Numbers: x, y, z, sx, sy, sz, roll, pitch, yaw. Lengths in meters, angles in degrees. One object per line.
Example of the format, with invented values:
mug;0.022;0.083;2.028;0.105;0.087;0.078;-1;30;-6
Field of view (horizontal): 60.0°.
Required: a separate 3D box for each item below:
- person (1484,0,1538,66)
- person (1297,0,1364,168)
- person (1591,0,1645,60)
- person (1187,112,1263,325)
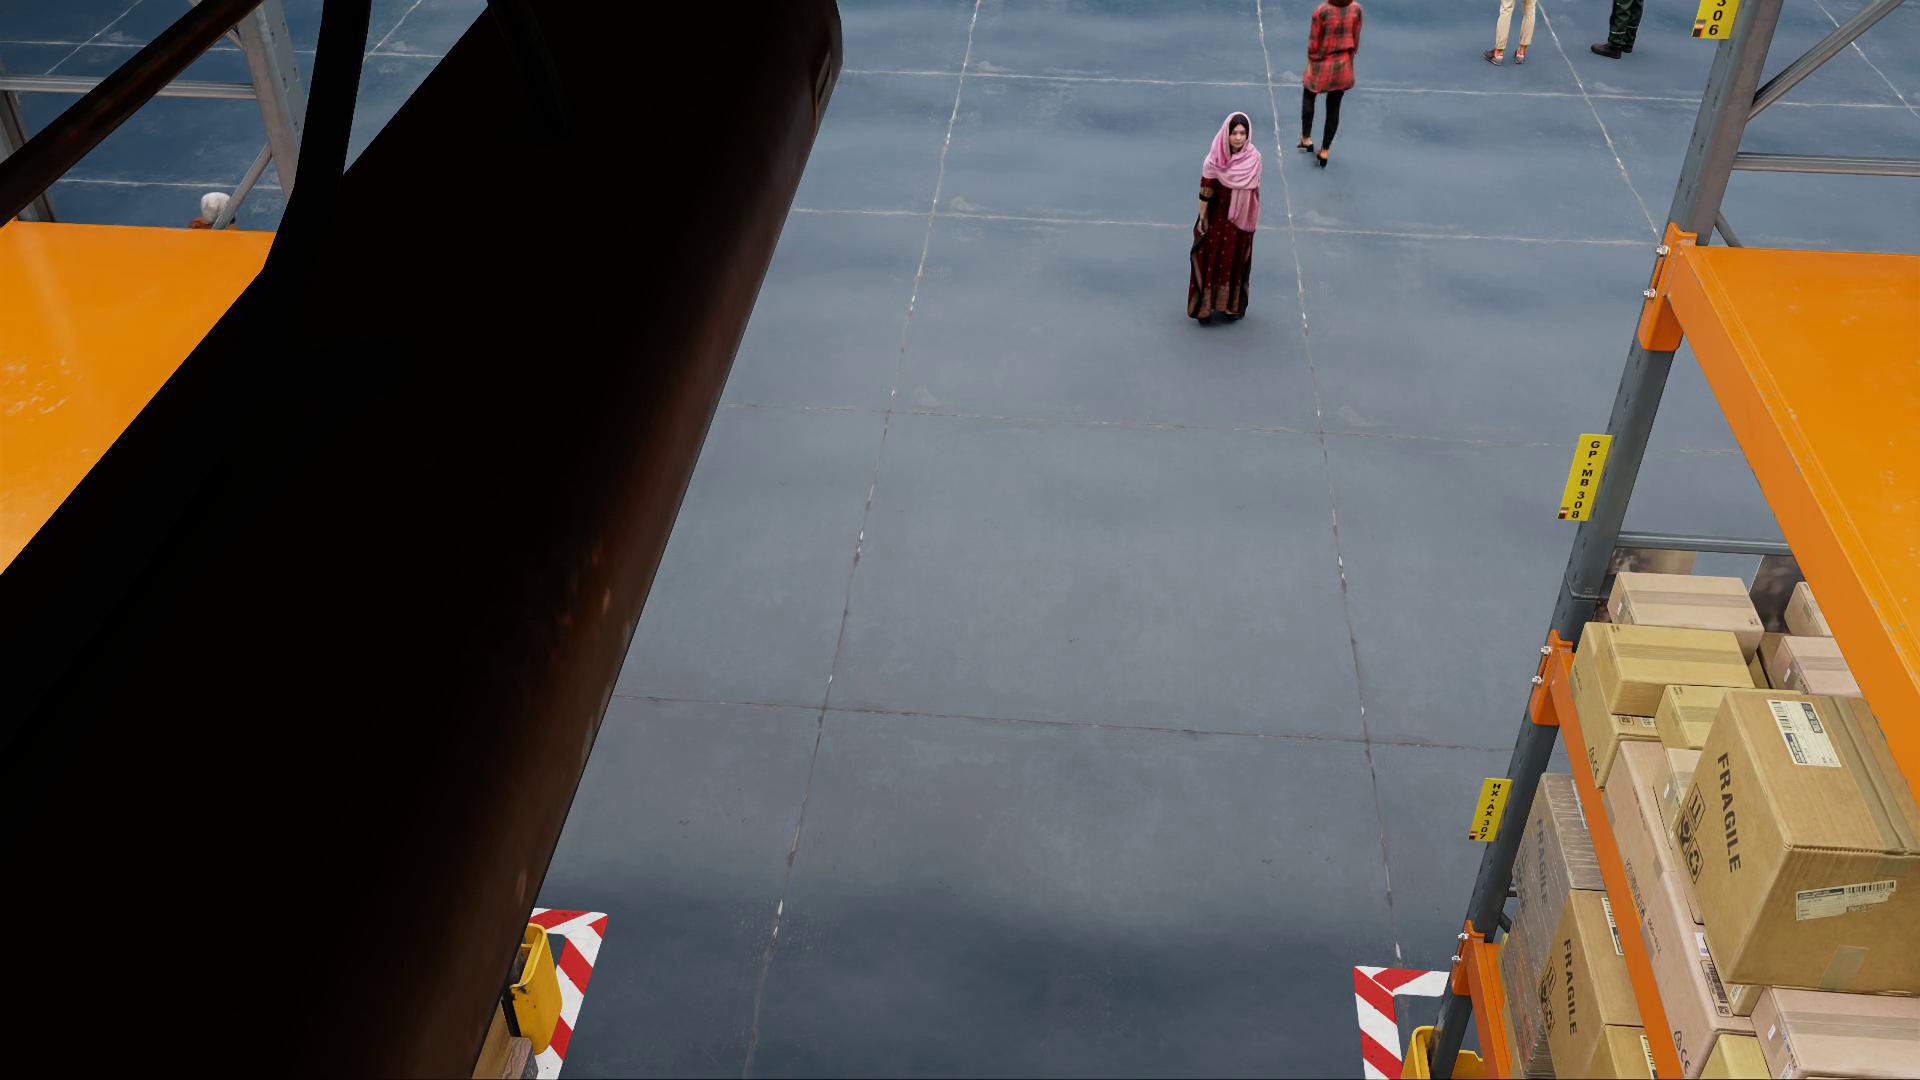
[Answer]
person;5.455;-5.524;16.049;0.669;1.859;0.586;-4;38;-5
person;3.200;-4.010;14.251;0.643;1.690;0.662;-1;38;-1
person;6.609;-5.690;16.228;0.753;1.900;0.815;-28;46;-31
person;1.956;-2.361;12.186;0.730;1.638;0.708;-8;39;-10
